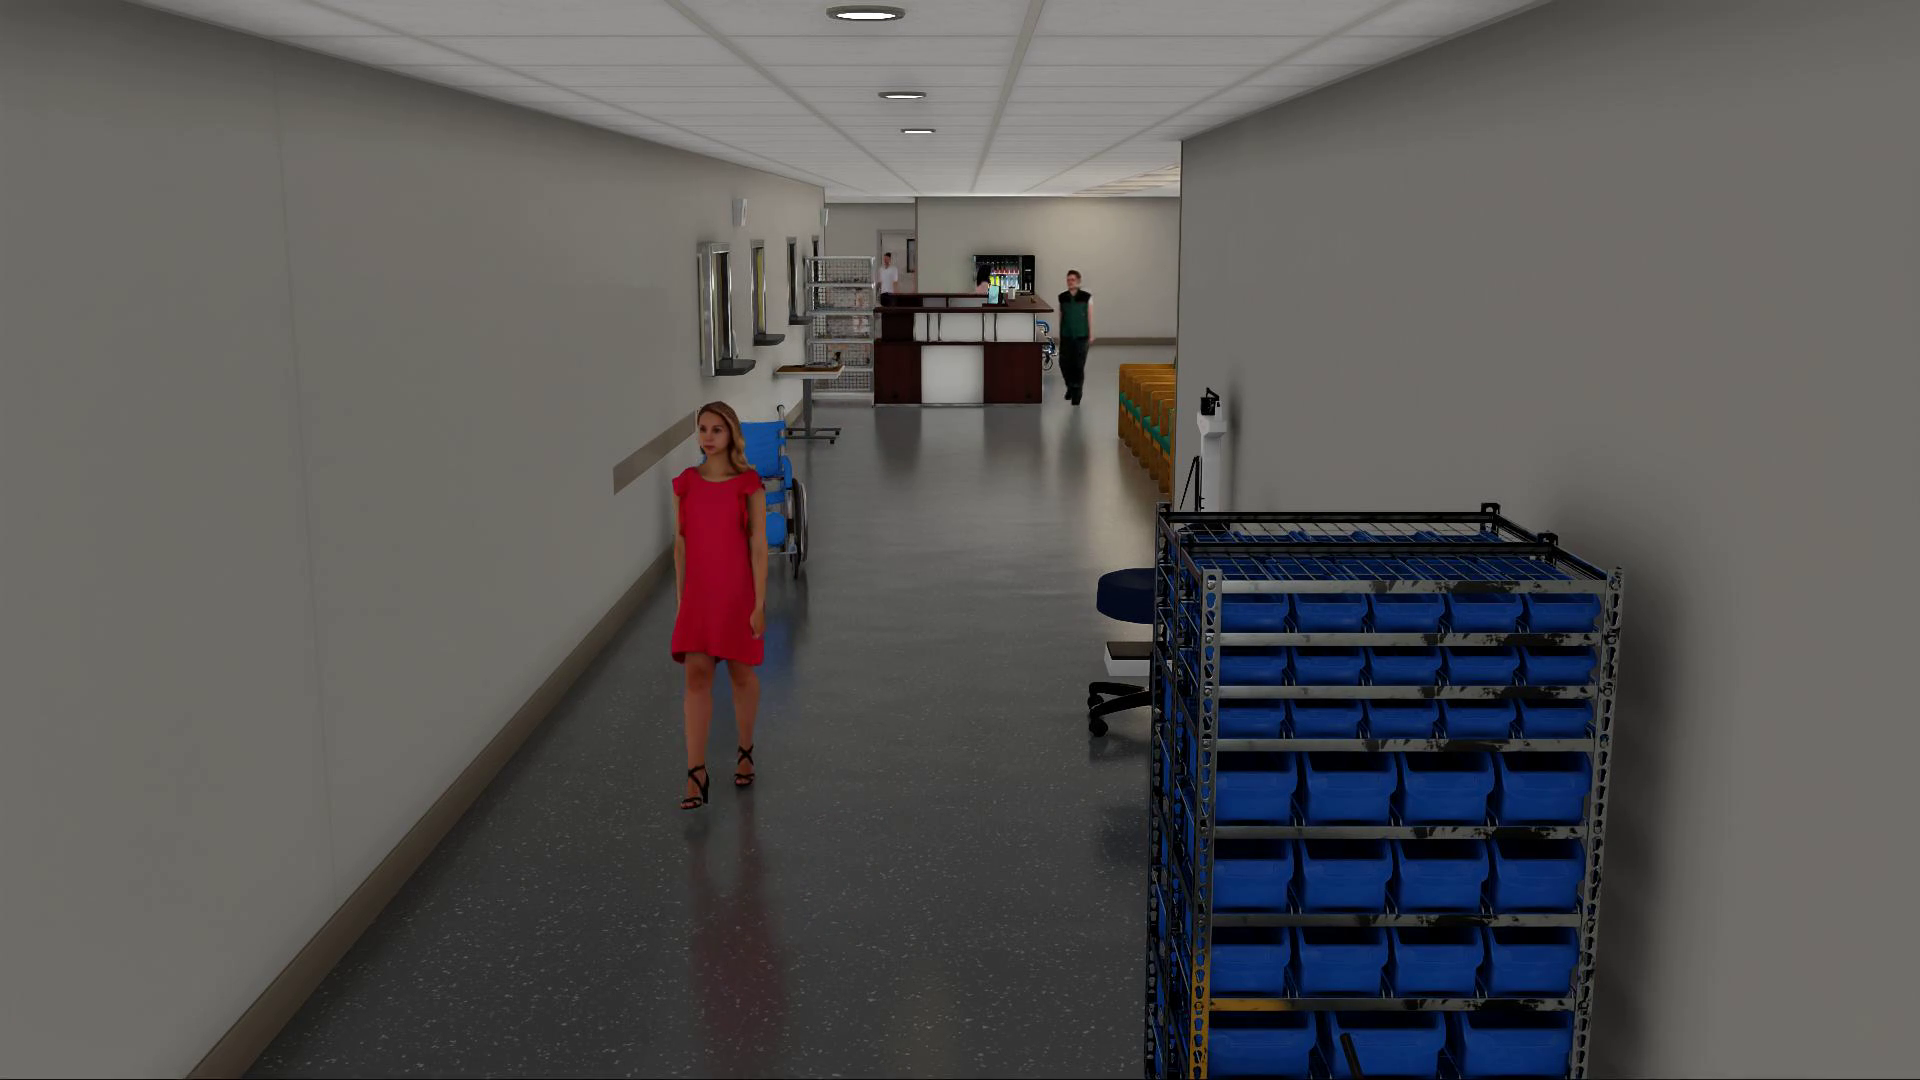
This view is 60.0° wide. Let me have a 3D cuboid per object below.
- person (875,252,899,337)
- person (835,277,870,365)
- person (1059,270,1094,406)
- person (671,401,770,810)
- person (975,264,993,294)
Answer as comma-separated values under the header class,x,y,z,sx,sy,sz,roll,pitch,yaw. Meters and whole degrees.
class,x,y,z,sx,sy,sz,roll,pitch,yaw
person,-1.530,-5.396,36.563,0.809,1.837,0.905,8,13,35
person,-1.766,-3.675,28.325,1.050,1.526,0.748,-4,11,-19
person,1.582,-2.754,22.660,0.760,1.829,0.803,2,11,13
person,-0.990,0.252,7.156,0.838,1.703,0.721,1,11,6
person,0.309,-3.935,29.138,1.190,1.733,0.919,-5,12,-25
